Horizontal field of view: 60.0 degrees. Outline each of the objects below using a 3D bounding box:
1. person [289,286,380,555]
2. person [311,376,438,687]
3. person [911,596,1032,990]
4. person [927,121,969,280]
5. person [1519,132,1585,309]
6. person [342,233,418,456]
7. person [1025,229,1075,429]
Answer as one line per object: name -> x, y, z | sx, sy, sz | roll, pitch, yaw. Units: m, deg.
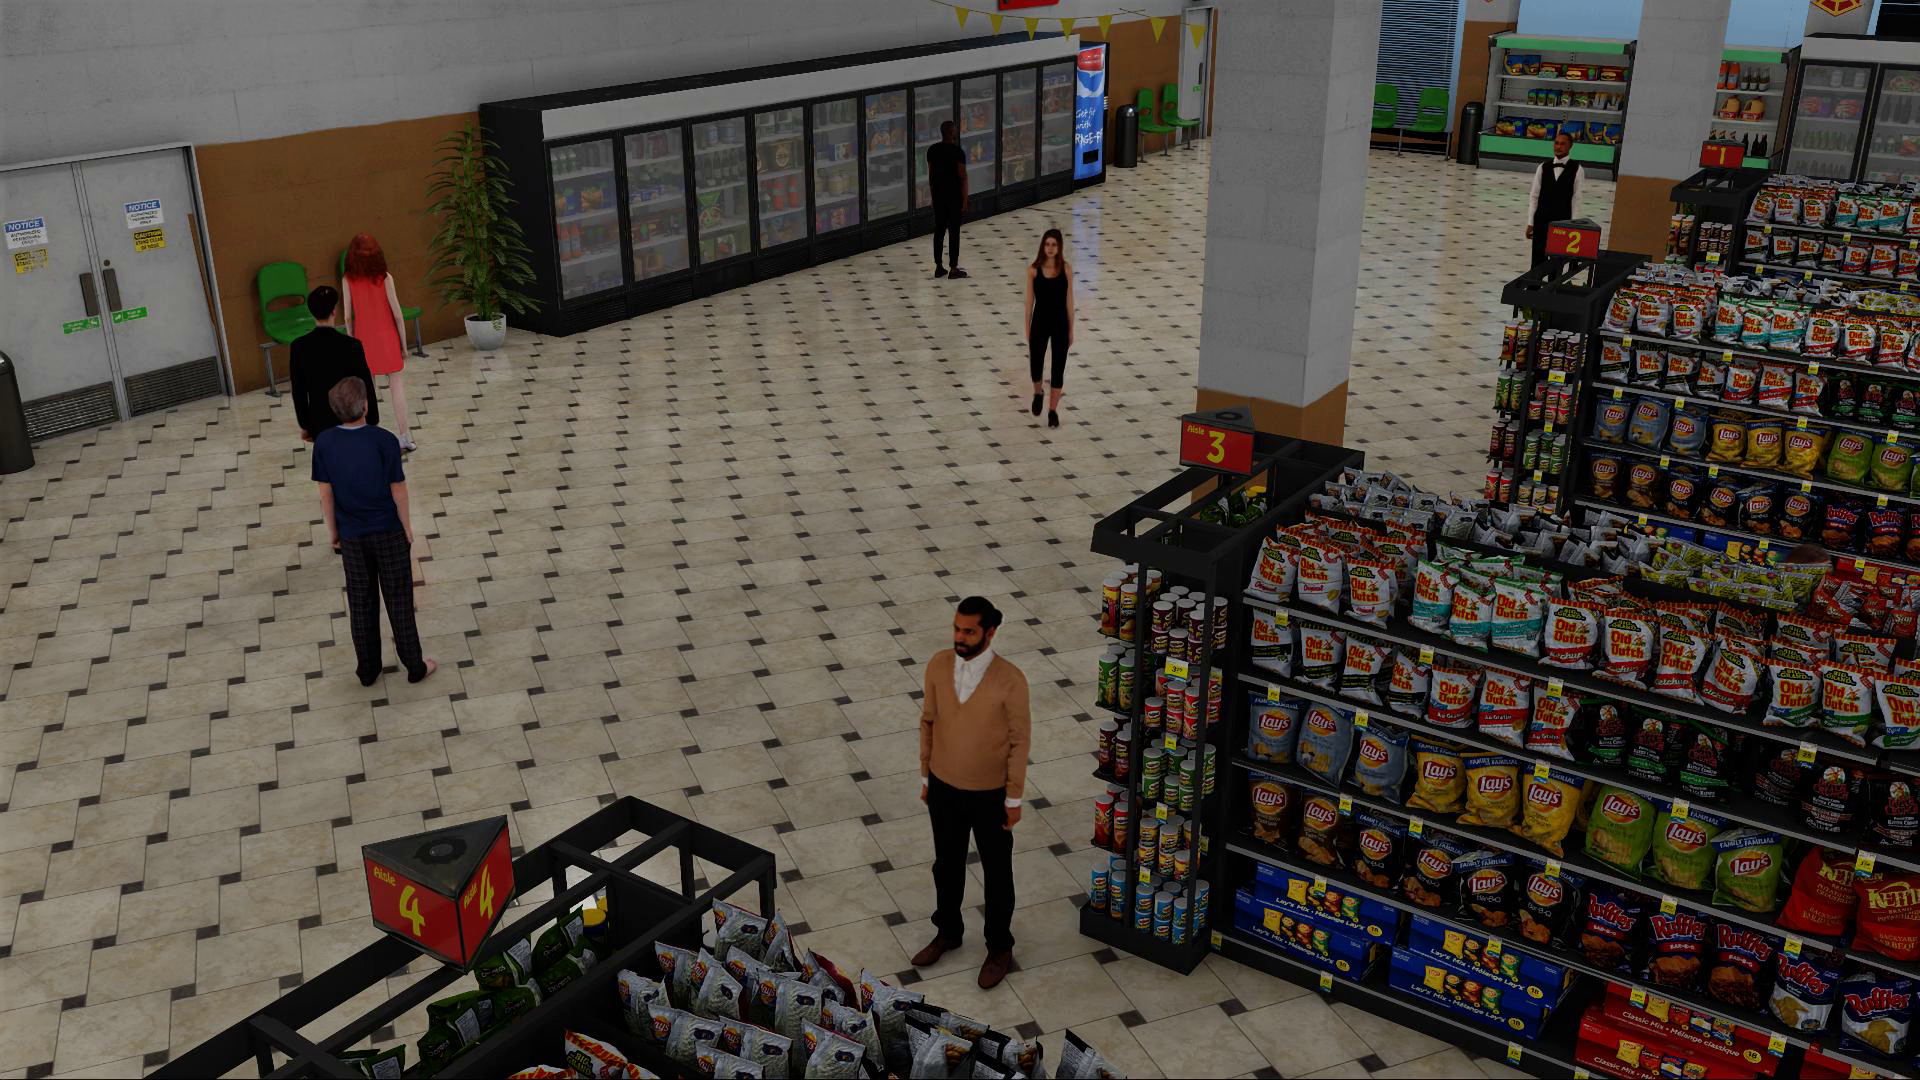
person -> -4.310, -0.823, 11.527 | 0.772, 1.892, 0.844 | -3, 22, -7
person -> -3.400, -0.043, 9.615 | 0.706, 1.871, 0.794 | -1, 22, -4
person -> 0.056, 1.044, 7.064 | 0.568, 1.755, 0.745 | 11, 24, 25
person -> -0.149, -3.993, 19.514 | 0.484, 1.819, 0.731 | 13, 25, 29
person -> 6.428, -3.444, 18.016 | 0.507, 1.919, 0.758 | 13, 26, 30
person -> -4.733, -1.579, 13.497 | 0.653, 1.827, 0.736 | -2, 22, -4
person -> 0.788, -1.837, 14.288 | 0.751, 1.715, 0.798 | 1, 22, 3
